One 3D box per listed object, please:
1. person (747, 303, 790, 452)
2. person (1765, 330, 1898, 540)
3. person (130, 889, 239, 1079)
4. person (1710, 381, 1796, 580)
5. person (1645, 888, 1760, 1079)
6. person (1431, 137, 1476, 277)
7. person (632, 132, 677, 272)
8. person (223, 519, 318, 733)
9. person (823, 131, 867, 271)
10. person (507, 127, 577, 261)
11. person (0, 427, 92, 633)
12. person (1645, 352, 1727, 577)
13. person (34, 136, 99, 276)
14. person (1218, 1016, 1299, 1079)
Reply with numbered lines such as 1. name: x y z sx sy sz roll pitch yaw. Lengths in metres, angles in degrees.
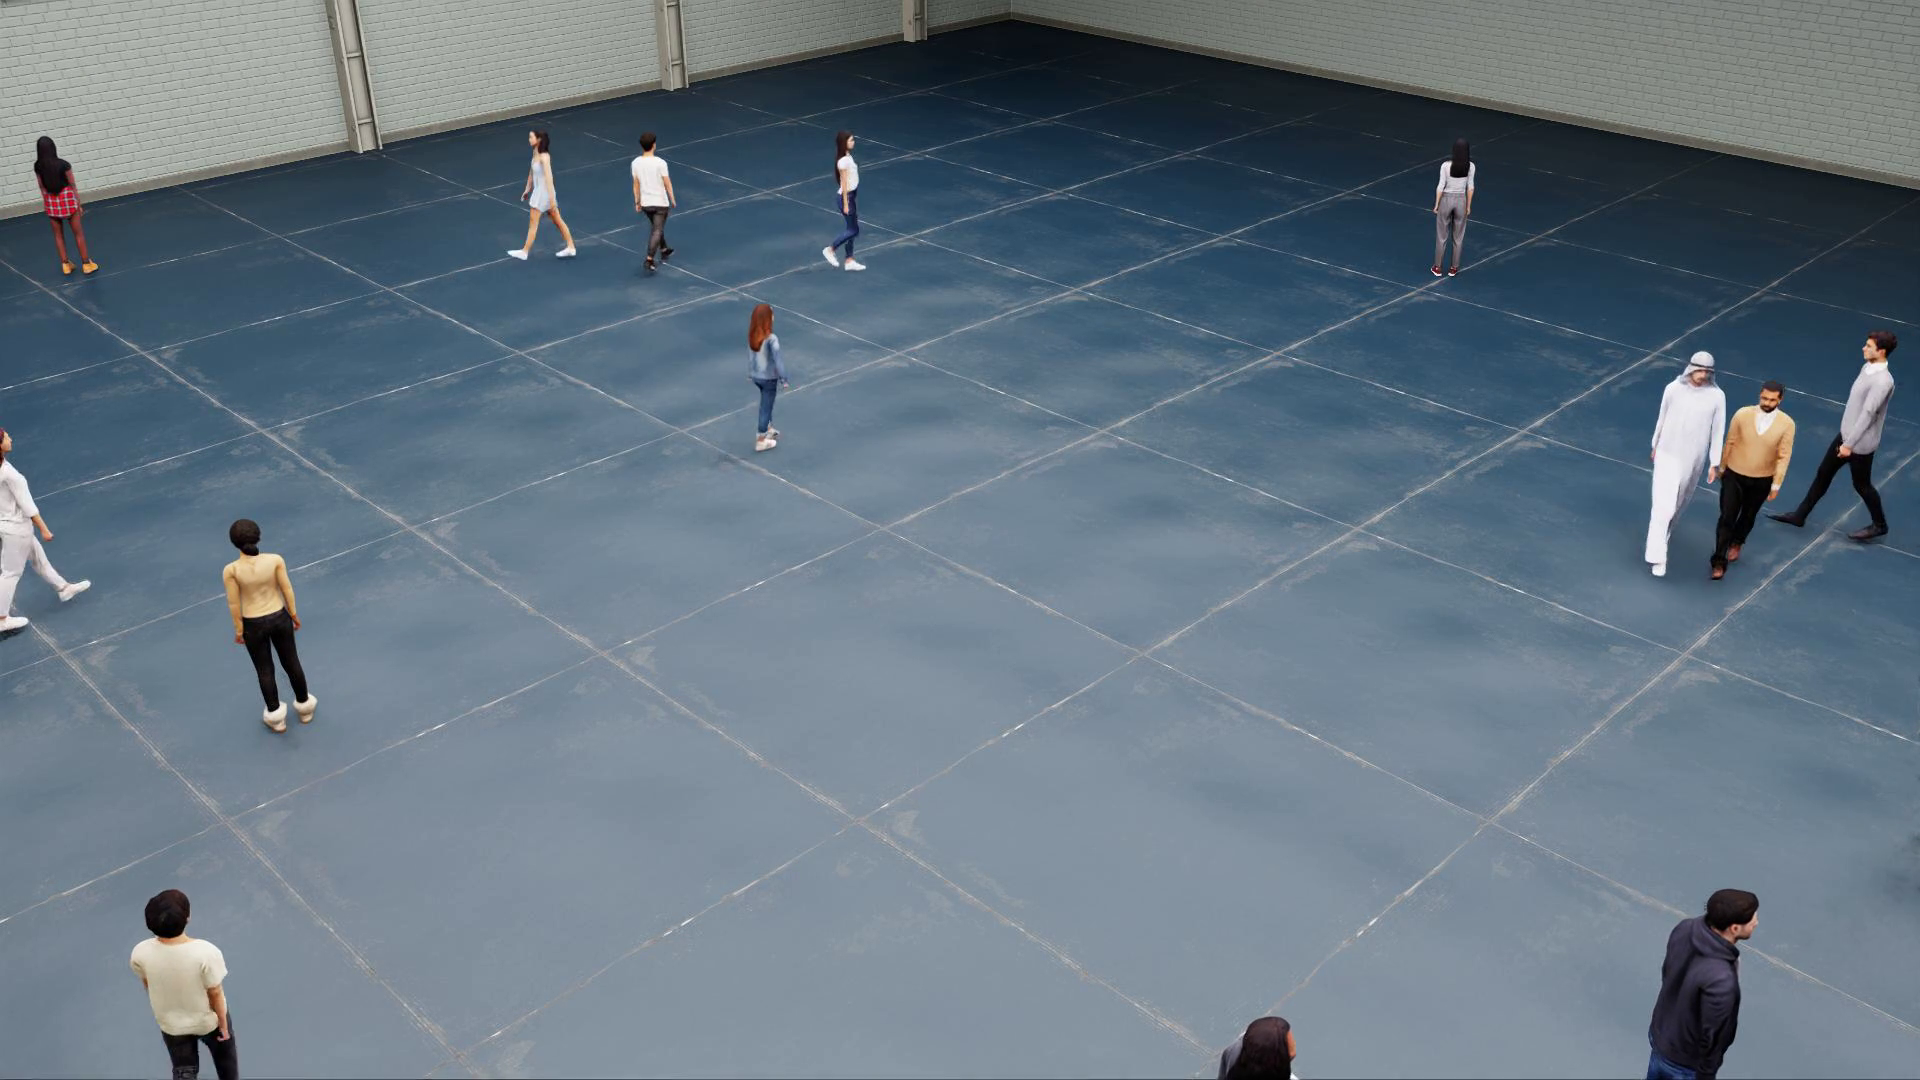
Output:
1. person: -1.941 -1.551 16.054 0.593 1.465 0.619 24 36 37
2. person: 7.824 -0.852 14.301 1.255 1.881 1.287 5 28 9
3. person: -3.895 2.473 8.394 0.947 1.563 0.952 -4 28 -7
4. person: 6.606 -0.536 13.892 0.931 1.708 1.233 13 31 22
5. person: 3.519 2.448 8.092 0.812 1.892 0.746 1 28 1
6. person: 6.113 -4.133 20.616 0.676 1.734 0.704 4 28 8
7. person: -3.851 -4.200 20.794 0.929 1.686 1.204 10 30 18
8. person: -4.932 0.592 11.826 0.549 1.659 0.710 -16 32 -28
9. person: -1.487 -4.202 20.714 0.890 1.765 0.839 2 28 4
10. person: -5.184 -4.385 21.141 1.163 1.688 0.836 -12 30 -21
11. person: -7.500 -0.054 13.054 0.741 1.644 1.120 19 33 31
12. person: 6.108 -0.732 14.074 1.091 1.882 1.375 8 29 15
13. person: -11.153 -4.161 20.676 0.699 1.729 0.769 -3 28 -5
14. person: 1.401 2.828 7.693 0.763 1.597 0.755 -13 31 -23
